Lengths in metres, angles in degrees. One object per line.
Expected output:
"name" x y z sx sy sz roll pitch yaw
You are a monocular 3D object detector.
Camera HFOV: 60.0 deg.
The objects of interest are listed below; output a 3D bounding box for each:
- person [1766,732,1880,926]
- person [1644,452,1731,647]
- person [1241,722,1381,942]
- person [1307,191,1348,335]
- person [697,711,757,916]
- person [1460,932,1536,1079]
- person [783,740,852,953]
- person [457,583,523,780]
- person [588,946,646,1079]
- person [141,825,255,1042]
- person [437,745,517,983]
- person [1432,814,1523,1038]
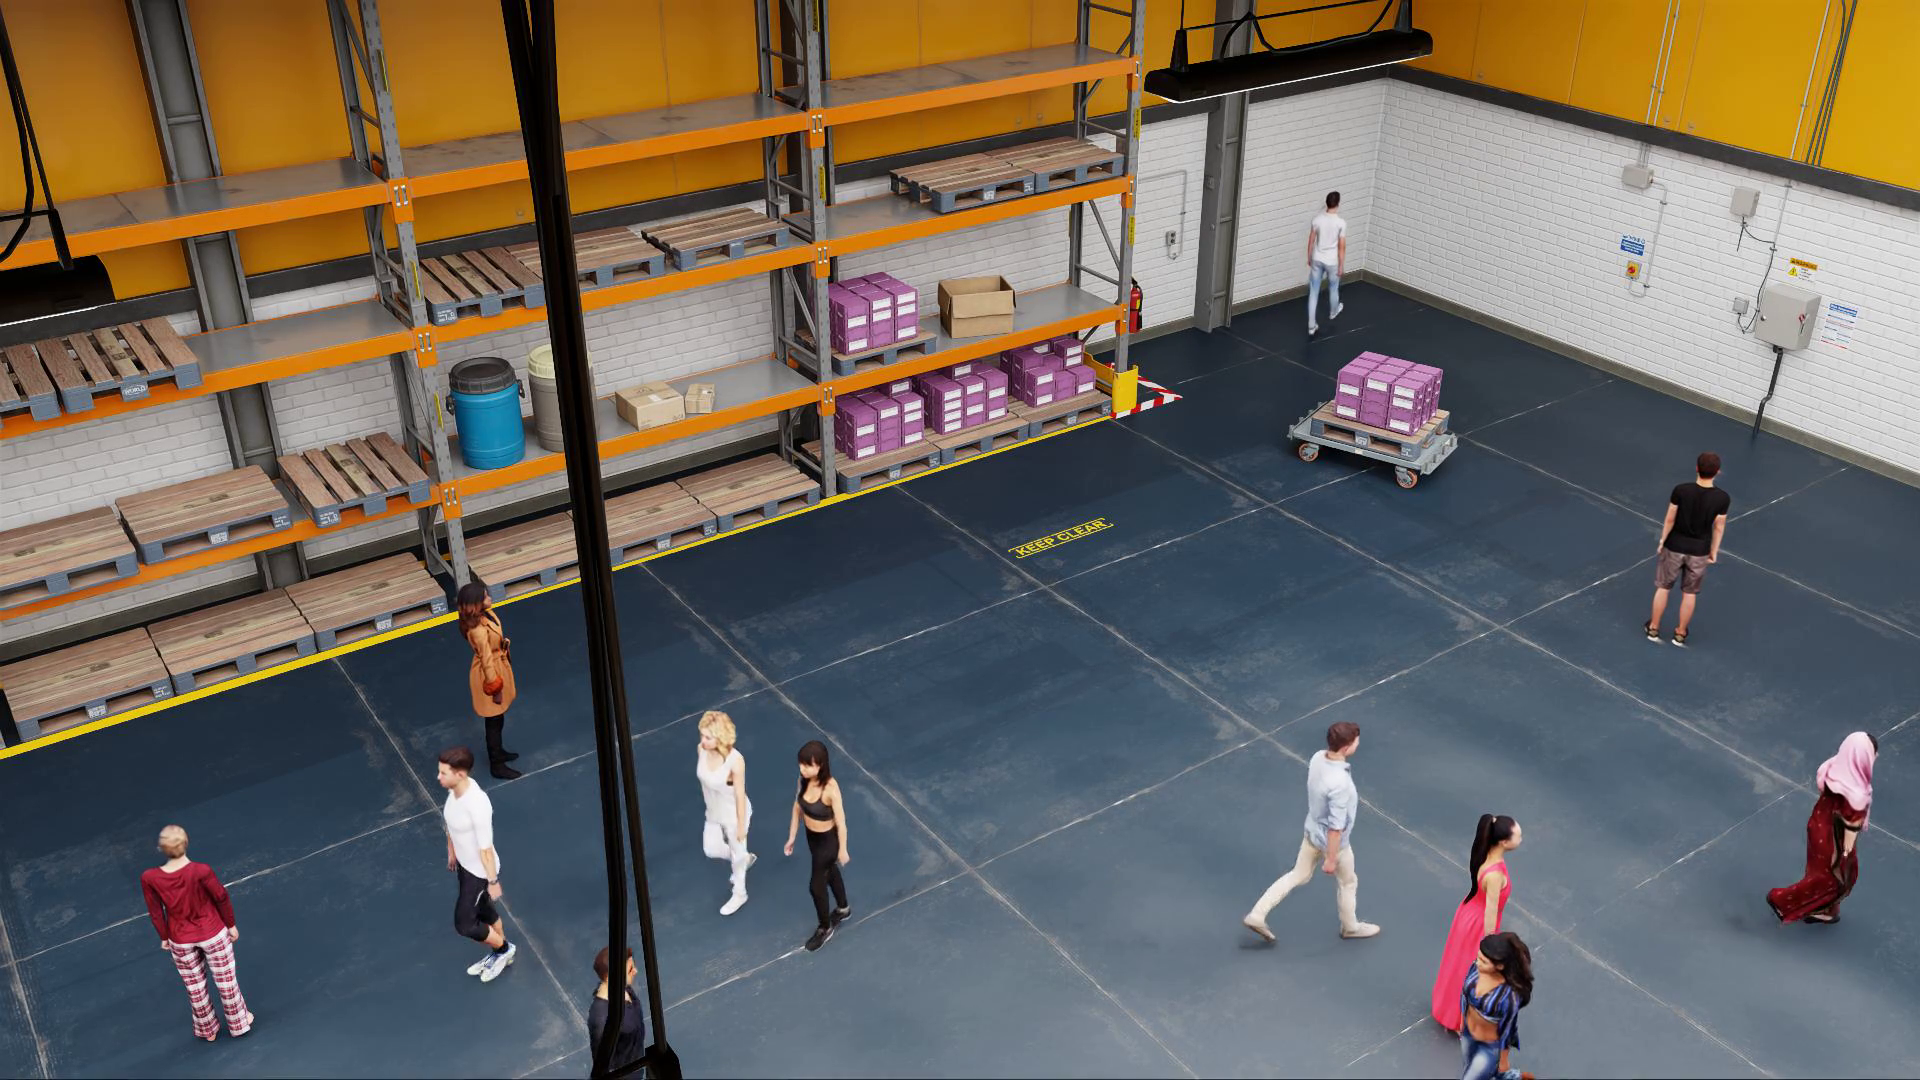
"person" 5.953 2.009 11.468 0.958 1.633 0.895 4 29 7
"person" 6.455 0.070 14.784 0.744 1.860 0.778 9 30 15
"person" 2.378 2.021 11.256 1.304 1.813 1.015 -5 29 -9
"person" 4.678 -3.533 21.436 1.015 1.816 1.219 14 31 23
"person" -1.569 1.866 11.702 0.714 1.659 0.780 20 34 32
"person" 3.151 2.929 9.812 1.017 1.603 0.735 -13 31 -22
"person" -0.875 2.024 11.448 0.735 1.625 0.579 -22 36 -35
"person" -3.689 1.091 13.059 0.714 1.720 0.764 -8 30 -14
"person" -2.009 3.039 9.367 0.780 1.835 0.770 -1 29 -2
"person" -4.837 2.483 10.541 0.570 1.688 0.736 -6 29 -12
"person" -3.133 2.126 11.038 0.596 1.838 0.686 -18 33 -30
"person" 3.296 2.446 10.570 0.764 1.724 0.709 4 29 7
